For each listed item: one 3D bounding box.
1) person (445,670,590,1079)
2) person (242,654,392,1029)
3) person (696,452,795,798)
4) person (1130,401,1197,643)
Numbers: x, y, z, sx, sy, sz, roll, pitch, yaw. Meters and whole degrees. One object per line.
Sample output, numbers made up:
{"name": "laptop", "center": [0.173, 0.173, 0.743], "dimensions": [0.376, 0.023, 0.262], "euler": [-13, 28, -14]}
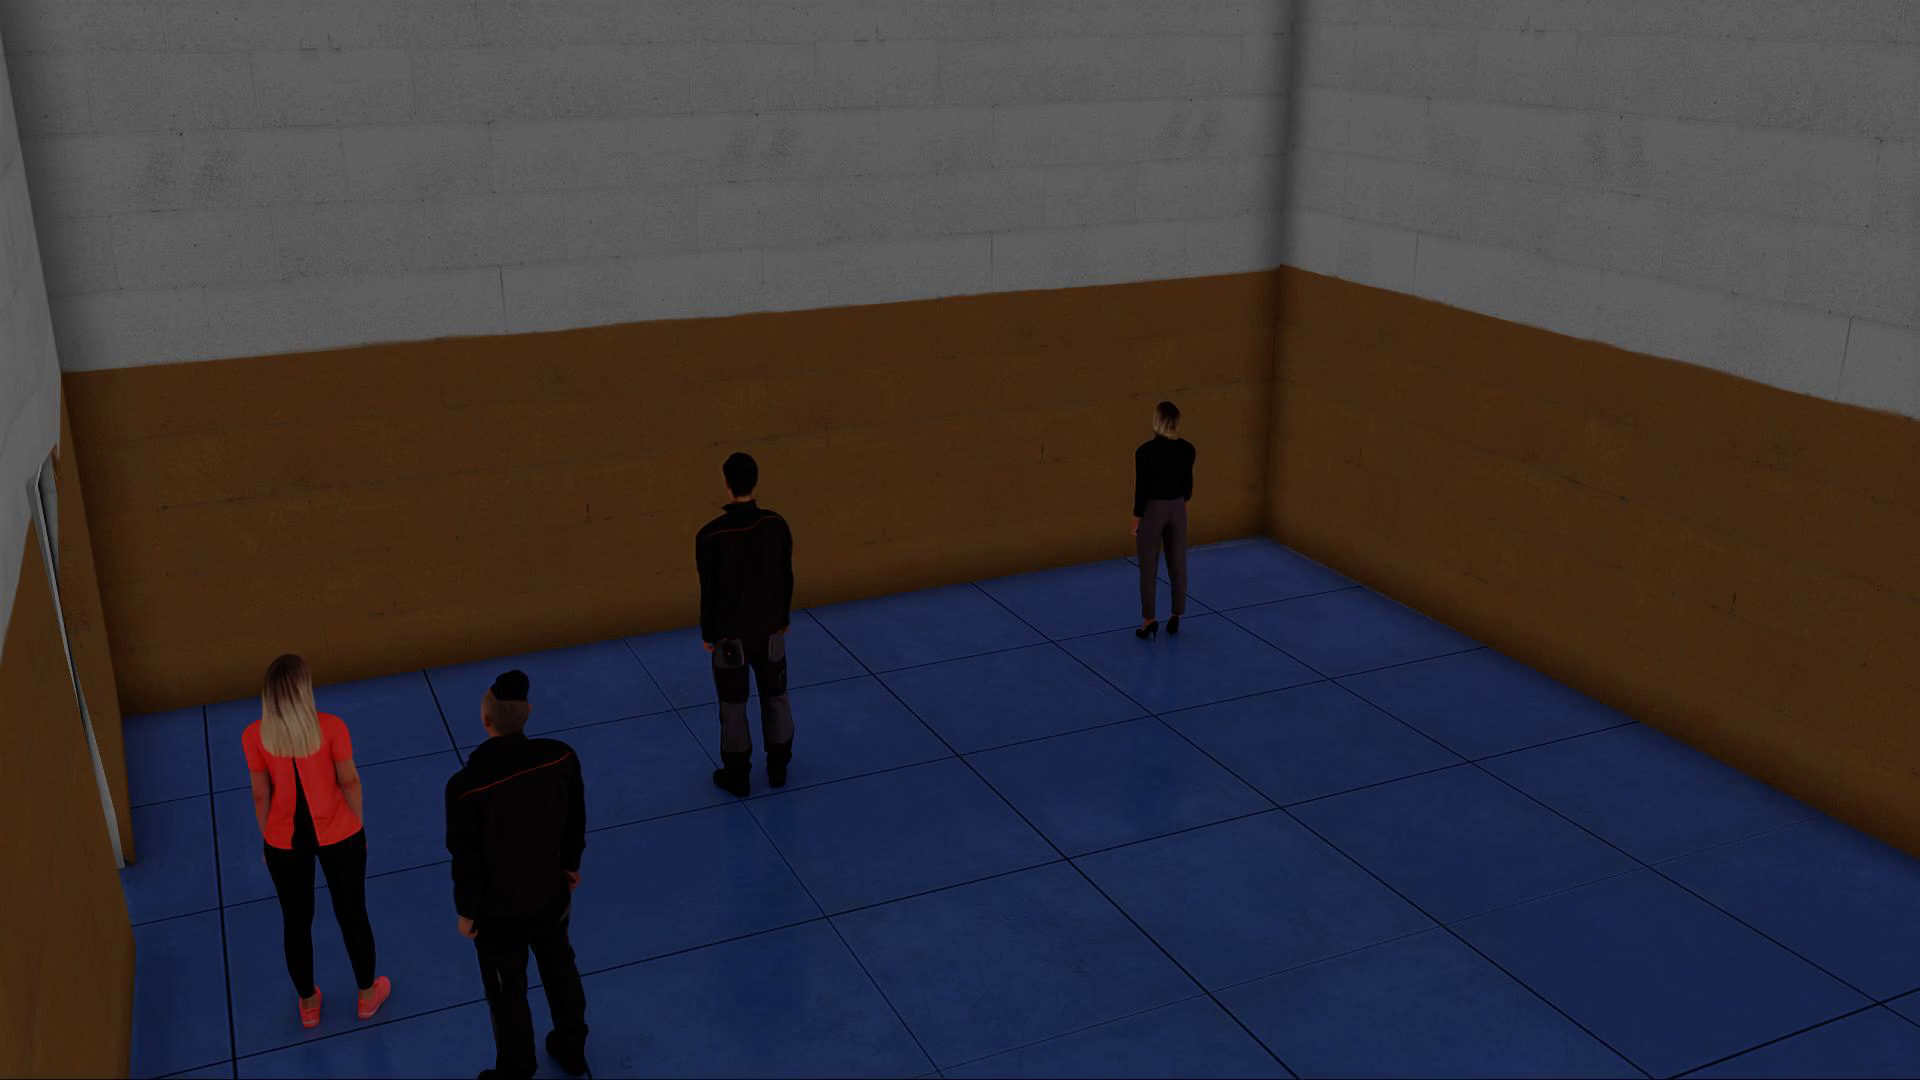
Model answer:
{"name": "person", "center": [-1.734, 1.352, 6.561], "dimensions": [0.908, 1.861, 0.729], "euler": [16, 24, 39]}
{"name": "person", "center": [-2.757, 1.279, 7.080], "dimensions": [0.561, 1.693, 0.707], "euler": [-3, 19, -9]}
{"name": "person", "center": [-1.164, 0.458, 9.118], "dimensions": [0.528, 1.946, 0.763], "euler": [-10, 21, -27]}
{"name": "person", "center": [1.375, -0.125, 11.277], "dimensions": [0.479, 1.672, 0.666], "euler": [-7, 20, -19]}
